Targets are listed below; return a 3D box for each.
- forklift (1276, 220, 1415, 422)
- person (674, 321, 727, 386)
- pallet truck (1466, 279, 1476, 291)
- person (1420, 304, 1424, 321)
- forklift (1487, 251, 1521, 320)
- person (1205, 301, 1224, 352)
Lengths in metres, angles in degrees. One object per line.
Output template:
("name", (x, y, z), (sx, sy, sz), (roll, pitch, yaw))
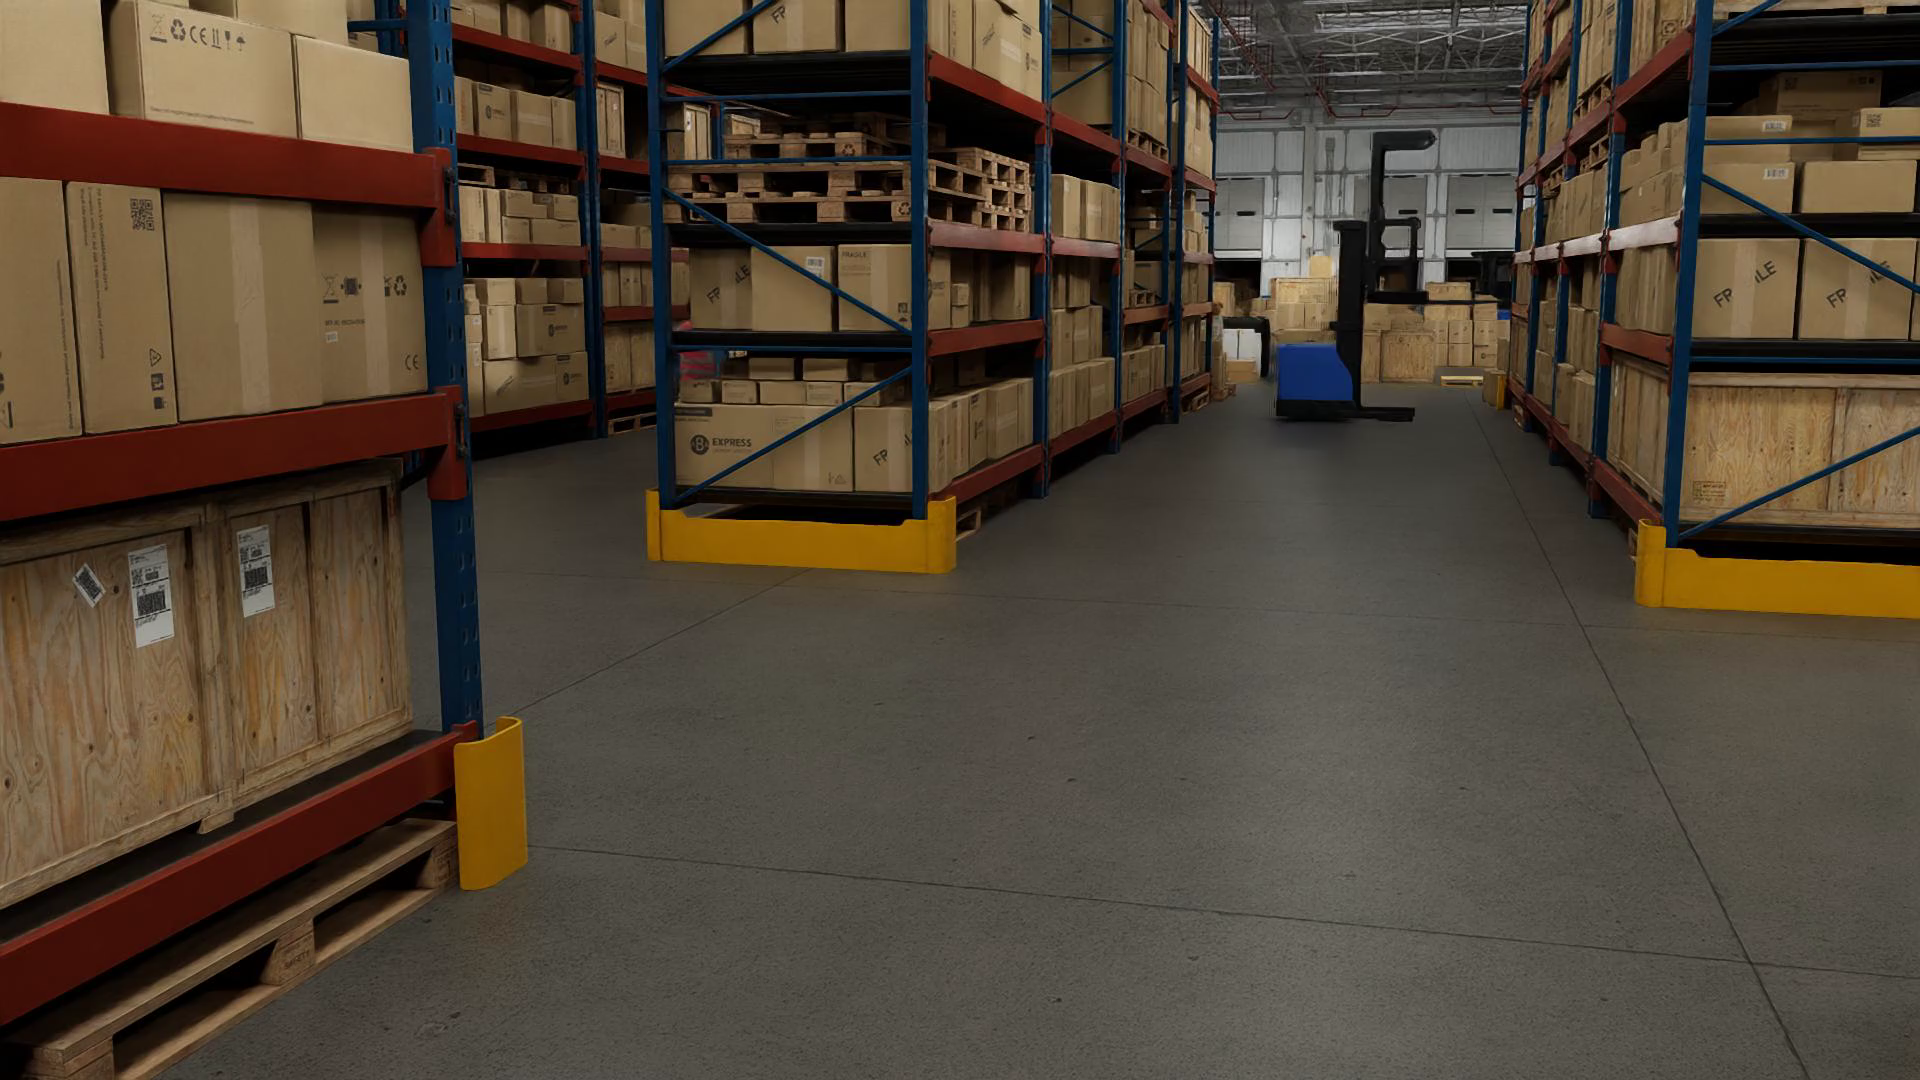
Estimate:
("forklift", (5.504, -3.111, 23.540), (1.873, 2.768, 1.129), (3, 9, 17))
("person", (-2.734, -1.682, 17.873), (0.666, 1.800, 0.905), (3, 9, 17))
("pallet truck", (18.896, -8.459, 60.307), (1.885, 1.965, 0.823), (5, 10, 31))
("person", (14.164, -6.805, 50.016), (0.638, 1.932, 0.363), (5, 10, 28))
("forklift", (15.998, -7.114, 48.972), (1.129, 2.768, 1.873), (-2, 9, -11))
("person", (4.511, -3.484, 29.872), (0.559, 1.618, 0.551), (8, 12, 42))
